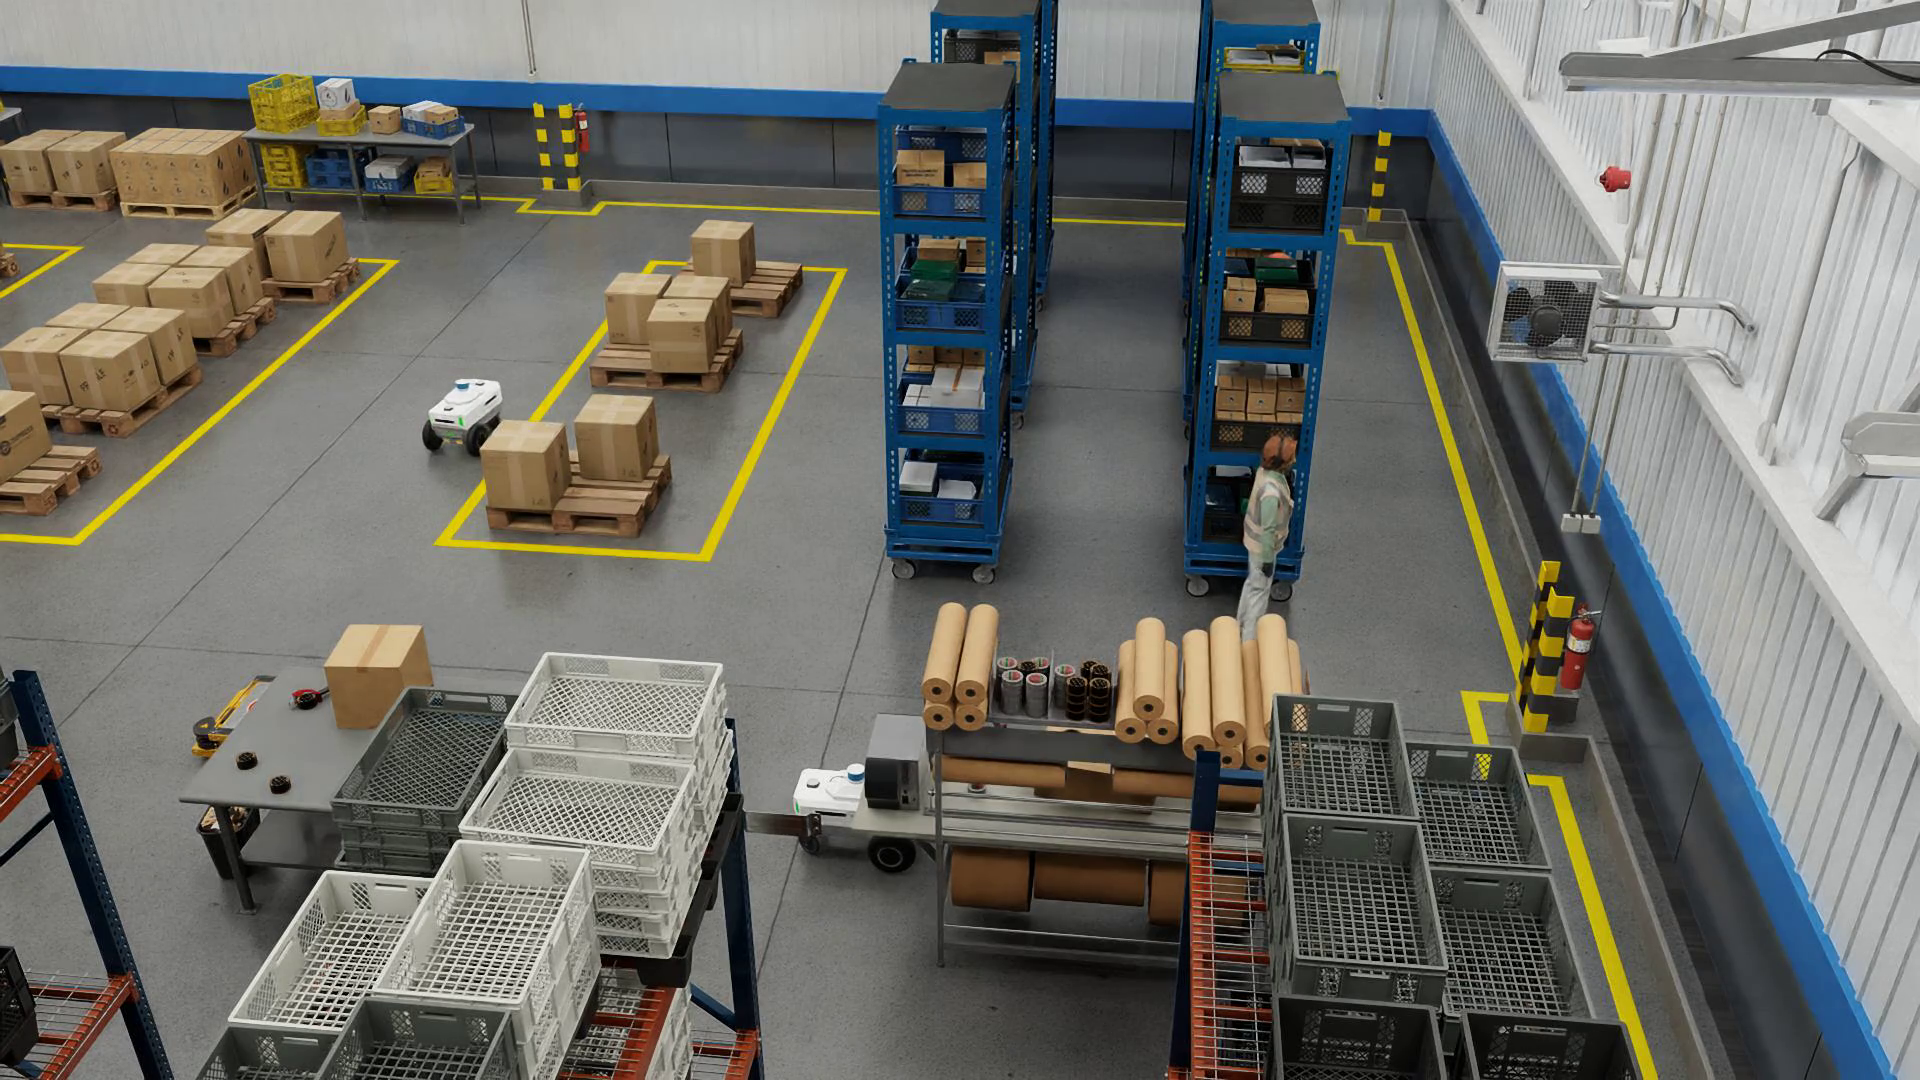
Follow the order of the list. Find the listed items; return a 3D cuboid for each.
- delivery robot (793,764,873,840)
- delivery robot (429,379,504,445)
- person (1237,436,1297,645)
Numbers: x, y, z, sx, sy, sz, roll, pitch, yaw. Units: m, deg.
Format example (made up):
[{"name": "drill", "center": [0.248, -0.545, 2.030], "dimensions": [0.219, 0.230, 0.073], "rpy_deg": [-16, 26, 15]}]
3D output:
[{"name": "delivery robot", "center": [-0.599, 1.520, 9.665], "dimensions": [0.707, 0.478, 0.477], "rpy_deg": [4, 31, 7]}, {"name": "delivery robot", "center": [-4.222, -1.139, 14.233], "dimensions": [0.477, 0.478, 0.707], "rpy_deg": [8, 31, 14]}, {"name": "person", "center": [2.064, 0.034, 11.246], "dimensions": [0.313, 1.632, 0.521], "rpy_deg": [3, 30, 5]}]
